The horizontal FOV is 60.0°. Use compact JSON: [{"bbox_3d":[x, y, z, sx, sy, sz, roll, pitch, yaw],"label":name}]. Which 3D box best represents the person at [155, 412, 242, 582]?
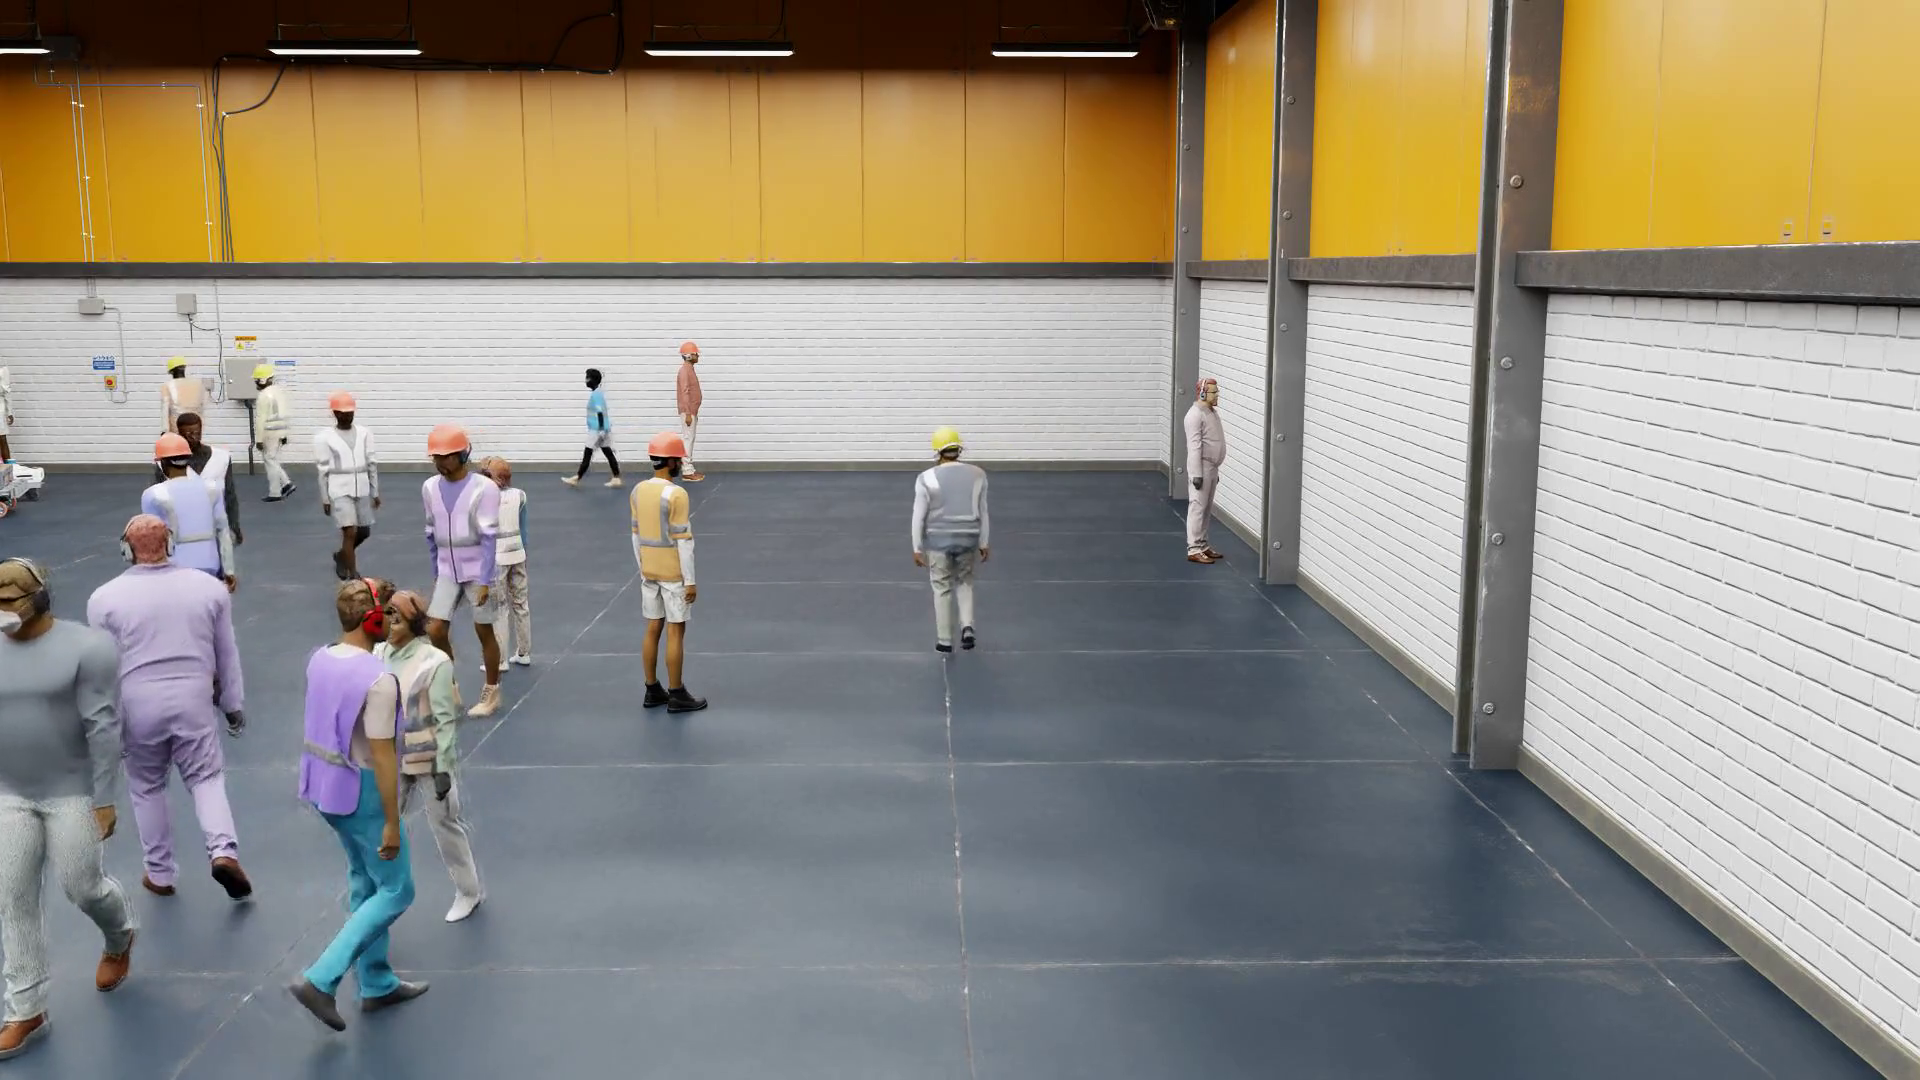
[{"bbox_3d":[-6.254,-0.121,13.640,0.610,1.892,0.746,-8,12,-39],"label":"person"}]

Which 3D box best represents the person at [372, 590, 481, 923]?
[{"bbox_3d":[-2.506,1.020,7.532,0.536,1.596,0.784,4,10,22],"label":"person"}]

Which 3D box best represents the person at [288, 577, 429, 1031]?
[{"bbox_3d":[-2.430,1.058,6.642,0.574,1.820,0.545,8,12,41],"label":"person"}]

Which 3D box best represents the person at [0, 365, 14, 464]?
[{"bbox_3d":[-13.790,-1.815,23.605,0.611,2.032,0.419,-4,10,-24],"label":"person"}]

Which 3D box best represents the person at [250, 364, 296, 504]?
[{"bbox_3d":[-8.908,-1.365,21.462,0.425,1.816,0.627,0,9,2],"label":"person"}]

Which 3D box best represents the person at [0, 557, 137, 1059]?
[{"bbox_3d":[-3.630,1.008,6.618,0.643,1.916,0.798,0,9,-1],"label":"person"}]

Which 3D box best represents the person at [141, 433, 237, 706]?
[{"bbox_3d":[-5.470,0.197,11.704,1.014,1.879,0.538,7,11,36],"label":"person"}]

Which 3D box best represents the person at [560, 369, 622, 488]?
[{"bbox_3d":[-5.090,-1.526,22.923,0.863,1.652,0.552,-2,9,-10],"label":"person"}]

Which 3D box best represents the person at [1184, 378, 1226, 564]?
[{"bbox_3d":[2.554,-0.720,17.254,0.407,1.908,0.641,4,10,24],"label":"person"}]

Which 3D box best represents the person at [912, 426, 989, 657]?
[{"bbox_3d":[-0.081,0.013,13.025,0.616,1.812,0.417,-3,10,-18],"label":"person"}]

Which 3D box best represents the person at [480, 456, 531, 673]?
[{"bbox_3d":[-3.455,0.181,12.538,0.312,1.642,0.512,6,11,31],"label":"person"}]

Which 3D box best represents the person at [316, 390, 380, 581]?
[{"bbox_3d":[-5.794,-0.466,15.679,0.771,1.919,0.549,9,13,43],"label":"person"}]

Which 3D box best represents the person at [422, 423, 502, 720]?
[{"bbox_3d":[-3.332,0.233,11.054,0.619,2.014,0.698,3,10,16],"label":"person"}]

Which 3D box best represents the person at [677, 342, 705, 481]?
[{"bbox_3d":[-3.870,-1.843,23.855,0.373,1.997,0.618,0,9,-2],"label":"person"}]

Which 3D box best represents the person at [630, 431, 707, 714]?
[{"bbox_3d":[-1.996,0.218,11.409,0.551,1.935,0.359,8,12,40],"label":"person"}]

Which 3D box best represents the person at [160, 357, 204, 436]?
[{"bbox_3d":[-10.470,-1.518,22.339,1.017,1.836,0.663,8,12,41],"label":"person"}]

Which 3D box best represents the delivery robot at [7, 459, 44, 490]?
[{"bbox_3d":[-12.332,-0.812,21.661,0.707,0.478,0.477,-6,11,-32],"label":"delivery robot"}]

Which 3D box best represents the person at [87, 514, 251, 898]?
[{"bbox_3d":[-3.742,0.822,7.937,0.660,1.873,0.711,-7,12,-39],"label":"person"}]
